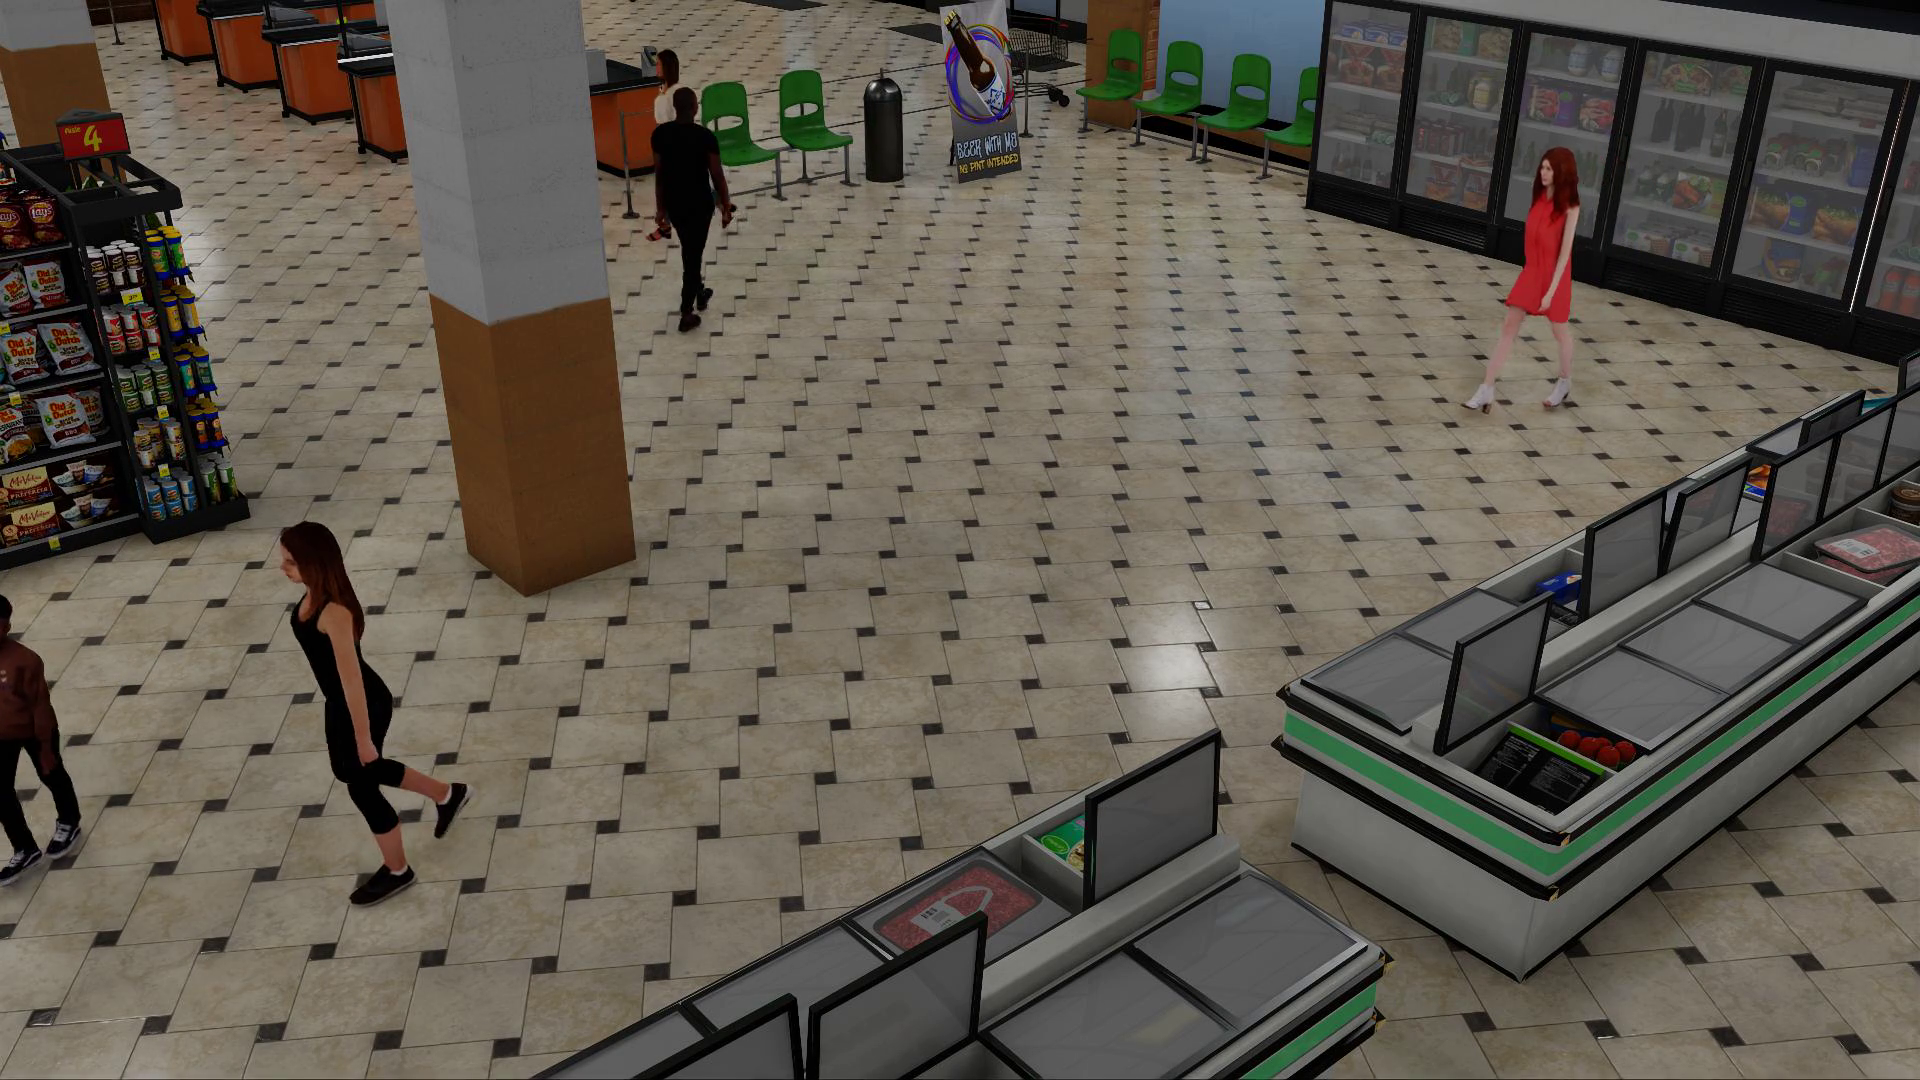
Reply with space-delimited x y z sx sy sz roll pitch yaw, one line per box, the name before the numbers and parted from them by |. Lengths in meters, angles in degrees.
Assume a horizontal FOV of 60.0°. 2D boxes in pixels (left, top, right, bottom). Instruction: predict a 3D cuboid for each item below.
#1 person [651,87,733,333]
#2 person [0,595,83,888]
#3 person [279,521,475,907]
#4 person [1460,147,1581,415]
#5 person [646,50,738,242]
person | -2.072 -2.446 12.492 1.009 1.794 1.129 7 28 14
person | -3.805 0.745 6.810 0.719 1.243 0.777 1 27 2
person | -2.277 0.646 6.494 0.847 1.705 0.661 -13 30 -24
person | 3.932 -1.664 10.969 1.180 1.777 0.799 -13 30 -24
person | -2.402 -3.463 14.664 1.146 1.644 0.918 -6 28 -12
